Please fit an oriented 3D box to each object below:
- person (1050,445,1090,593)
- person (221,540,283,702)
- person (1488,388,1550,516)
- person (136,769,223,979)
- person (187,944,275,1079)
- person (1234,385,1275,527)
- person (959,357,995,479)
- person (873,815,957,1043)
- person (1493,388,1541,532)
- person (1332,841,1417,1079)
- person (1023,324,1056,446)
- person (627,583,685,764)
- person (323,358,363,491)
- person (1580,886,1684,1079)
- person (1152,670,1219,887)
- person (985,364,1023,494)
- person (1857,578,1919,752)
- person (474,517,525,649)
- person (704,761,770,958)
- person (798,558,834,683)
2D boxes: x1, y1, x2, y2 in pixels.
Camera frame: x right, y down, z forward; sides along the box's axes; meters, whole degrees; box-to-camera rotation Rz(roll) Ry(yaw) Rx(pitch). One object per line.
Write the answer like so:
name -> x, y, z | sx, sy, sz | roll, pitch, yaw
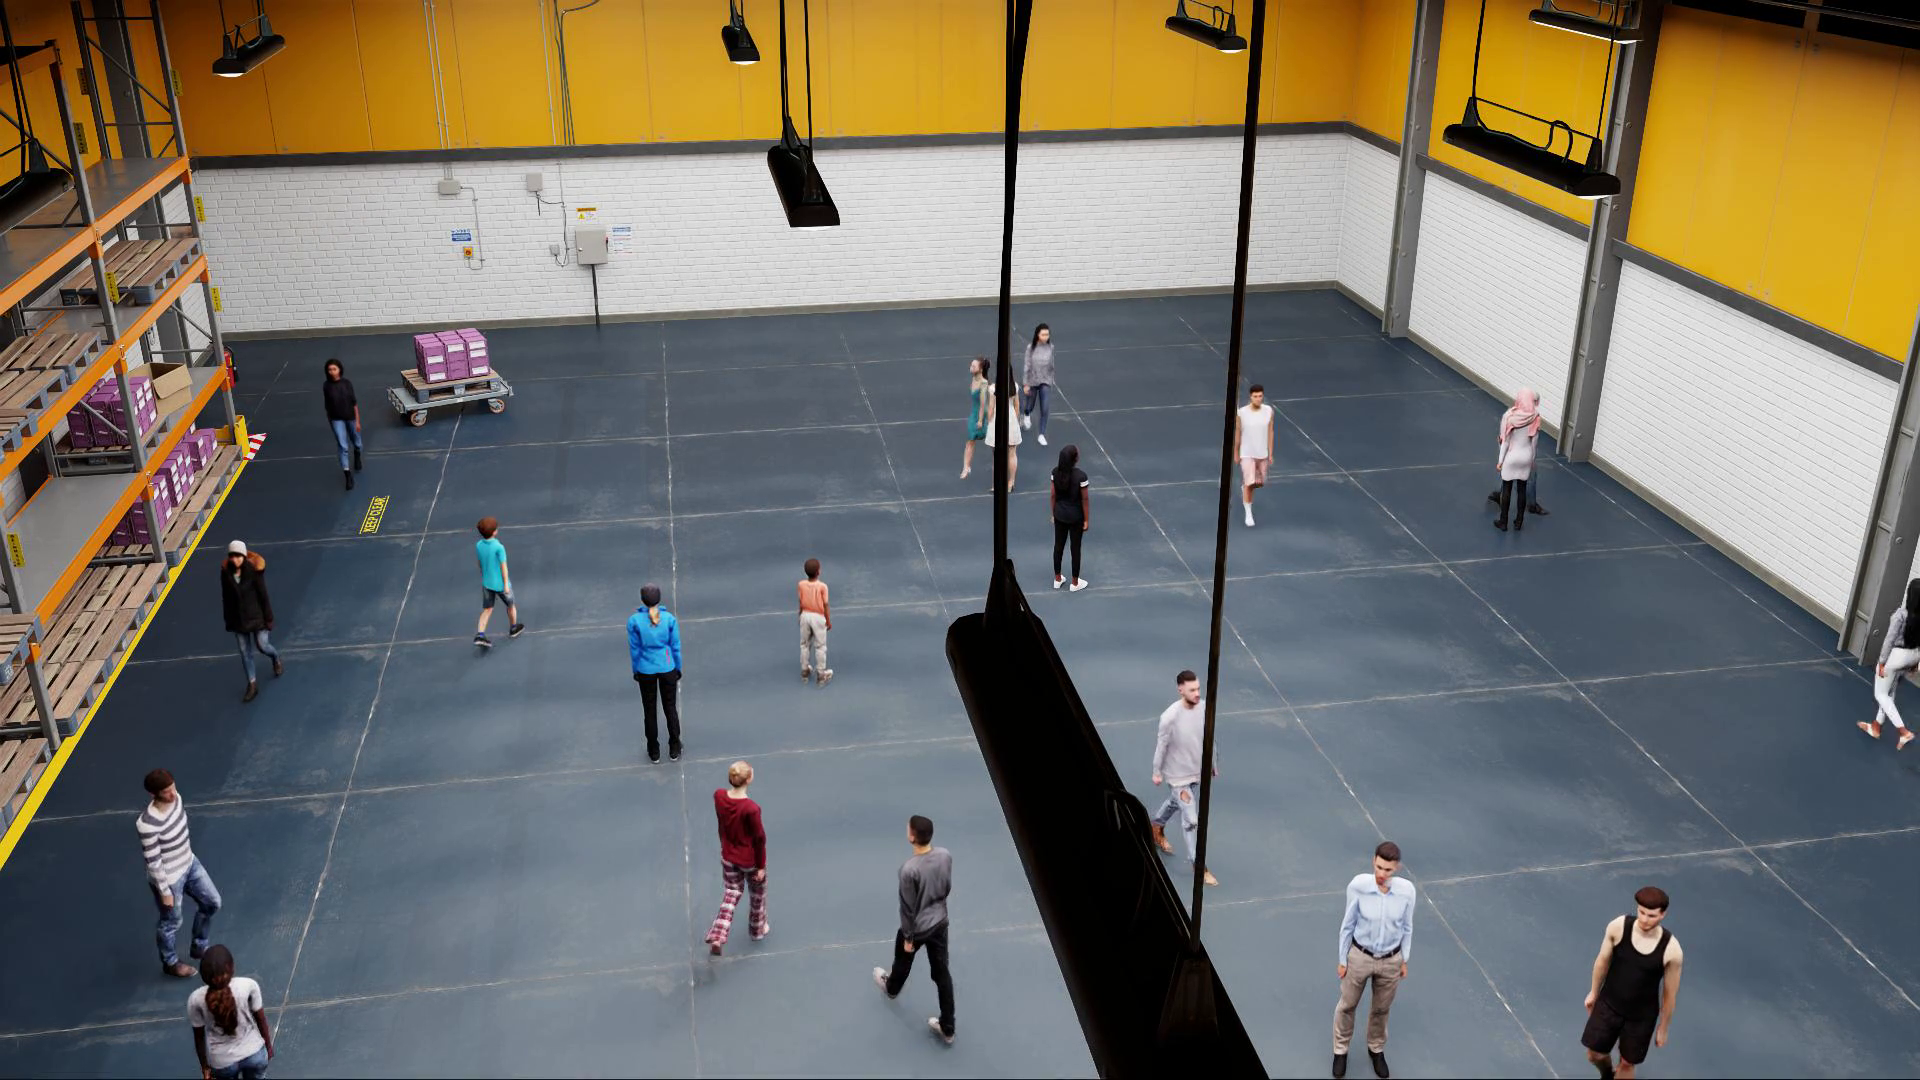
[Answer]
person -> 1.229, -0.262, 18.714 | 0.712, 1.729, 0.754 | 12, 26, 26
person -> -7.049, 0.749, 16.532 | 0.720, 1.623, 0.913 | 0, 24, 0
person -> 7.011, -1.125, 20.823 | 0.942, 1.620, 1.011 | 8, 25, 17
person -> -5.940, 2.464, 12.365 | 0.854, 1.818, 0.778 | 3, 24, 7
person -> -4.570, 3.324, 10.536 | 0.705, 1.707, 0.871 | -11, 26, -23
person -> 3.633, -1.103, 20.585 | 0.670, 1.769, 1.006 | -2, 24, -5
person -> 0.340, -1.604, 21.893 | 0.865, 1.641, 0.999 | -11, 26, -23
person -> -0.196, 2.779, 11.773 | 0.965, 1.716, 1.197 | -17, 29, -33
person -> 6.789, -0.980, 20.261 | 0.662, 1.804, 0.634 | 0, 24, 0
person -> 2.847, 2.861, 11.422 | 0.703, 1.845, 0.674 | 2, 24, 4
person -> 1.072, -2.207, 23.181 | 0.634, 1.714, 0.932 | -5, 24, -12
person -> -2.779, 1.212, 15.255 | 0.612, 1.797, 0.509 | -4, 24, -8
person -> -8.044, -1.567, 21.761 | 0.699, 1.677, 1.123 | -9, 25, -19
person -> 4.435, 3.035, 10.975 | 0.837, 1.885, 0.899 | 17, 29, 33
person -> 1.804, 1.875, 13.743 | 0.999, 1.794, 1.244 | -15, 28, -30
person -> 0.566, -1.453, 21.379 | 0.668, 1.775, 0.657 | -7, 24, -15
person -> 8.778, 1.172, 15.459 | 0.599, 1.707, 0.955 | -4, 24, -10
person -> -4.921, 0.460, 17.439 | 0.832, 1.426, 1.003 | 9, 25, 19
person -> -1.701, 2.434, 12.617 | 0.907, 1.672, 1.012 | 12, 26, 25
person -> -1.482, 0.803, 16.806 | 0.563, 1.305, 0.595 | 9, 25, 19
